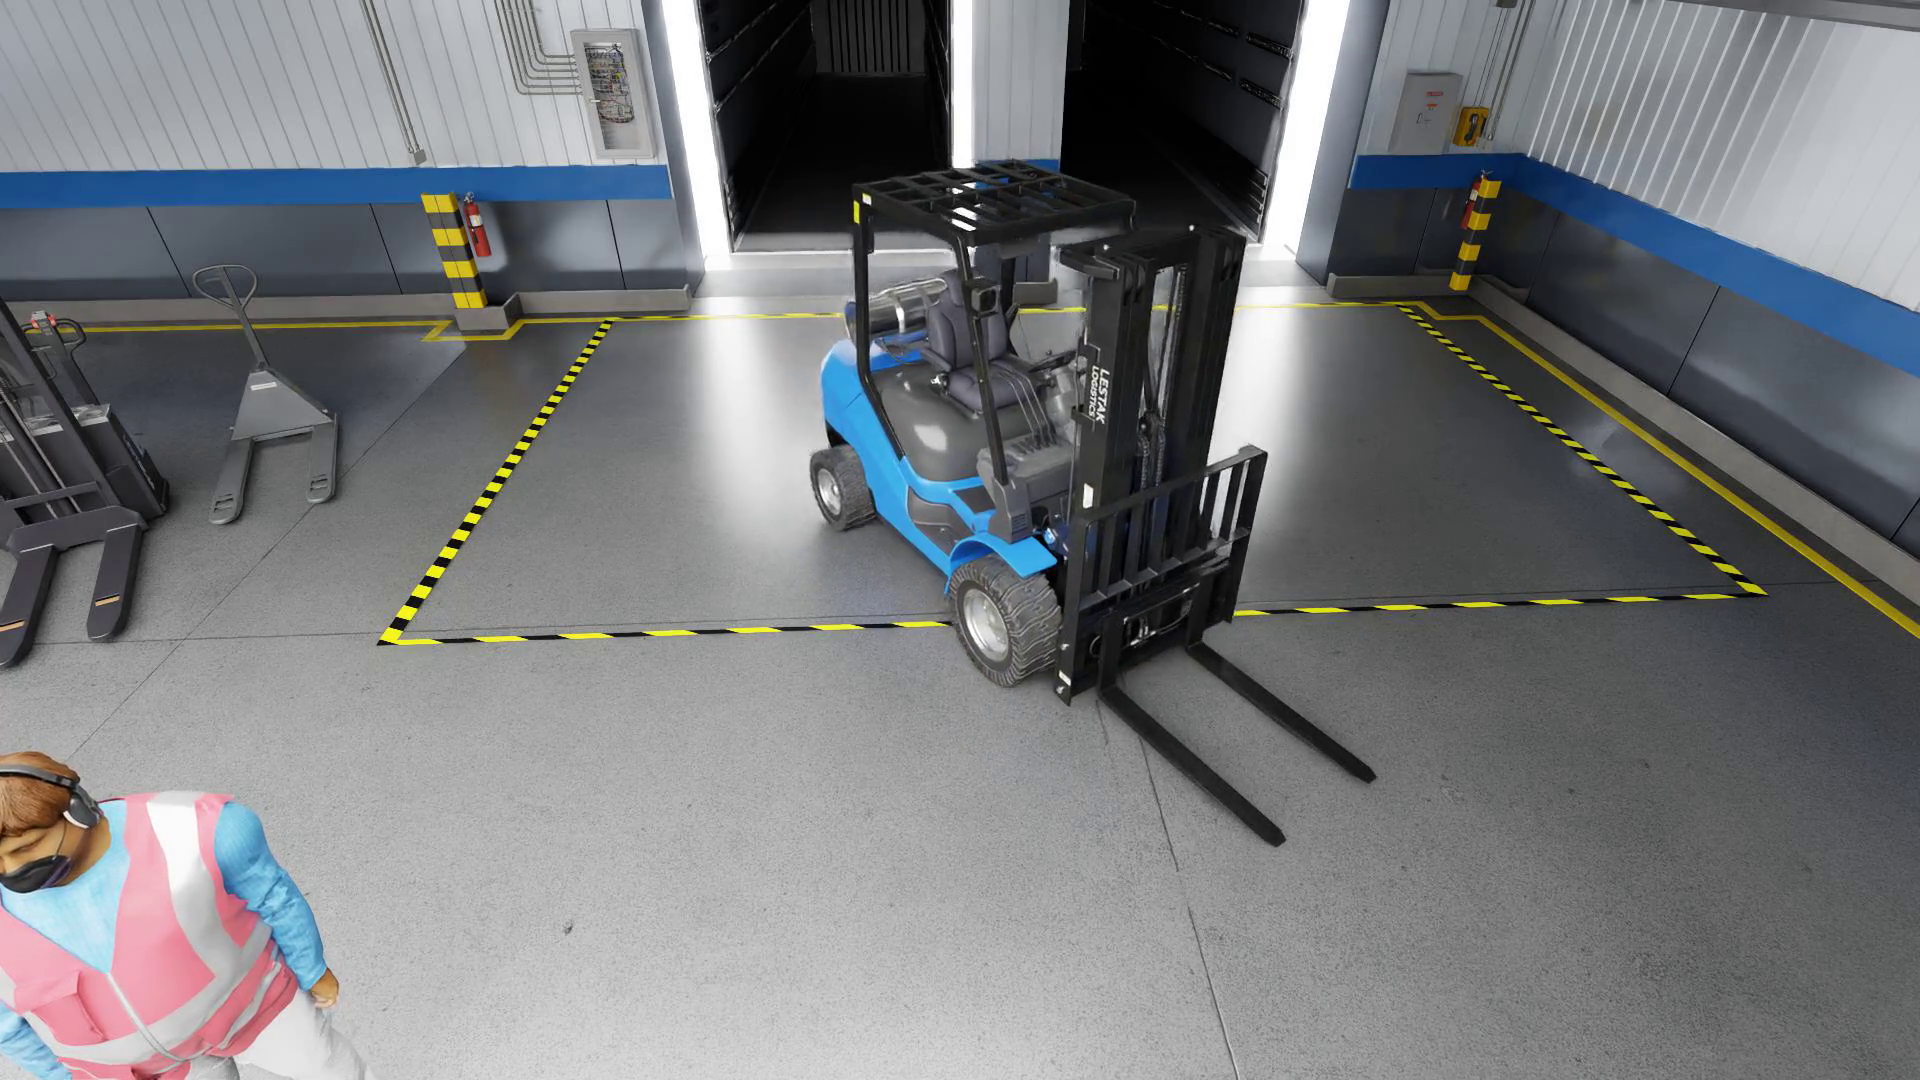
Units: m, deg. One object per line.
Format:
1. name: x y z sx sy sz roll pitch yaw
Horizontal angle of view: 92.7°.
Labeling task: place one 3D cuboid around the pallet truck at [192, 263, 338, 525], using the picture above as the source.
1. pallet truck: -4.778 -1.027 6.128 0.680 1.201 1.601 -17 38 -23

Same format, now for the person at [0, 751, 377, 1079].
1. person: -1.962 1.229 2.360 0.626 1.844 0.429 -22 40 -28

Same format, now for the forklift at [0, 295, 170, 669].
1. forklift: -5.212 -0.618 4.878 0.823 1.965 1.885 -20 39 -26

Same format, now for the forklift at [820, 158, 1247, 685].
1. forklift: 0.216 -0.840 4.886 1.157 2.036 2.680 -21 40 -27
